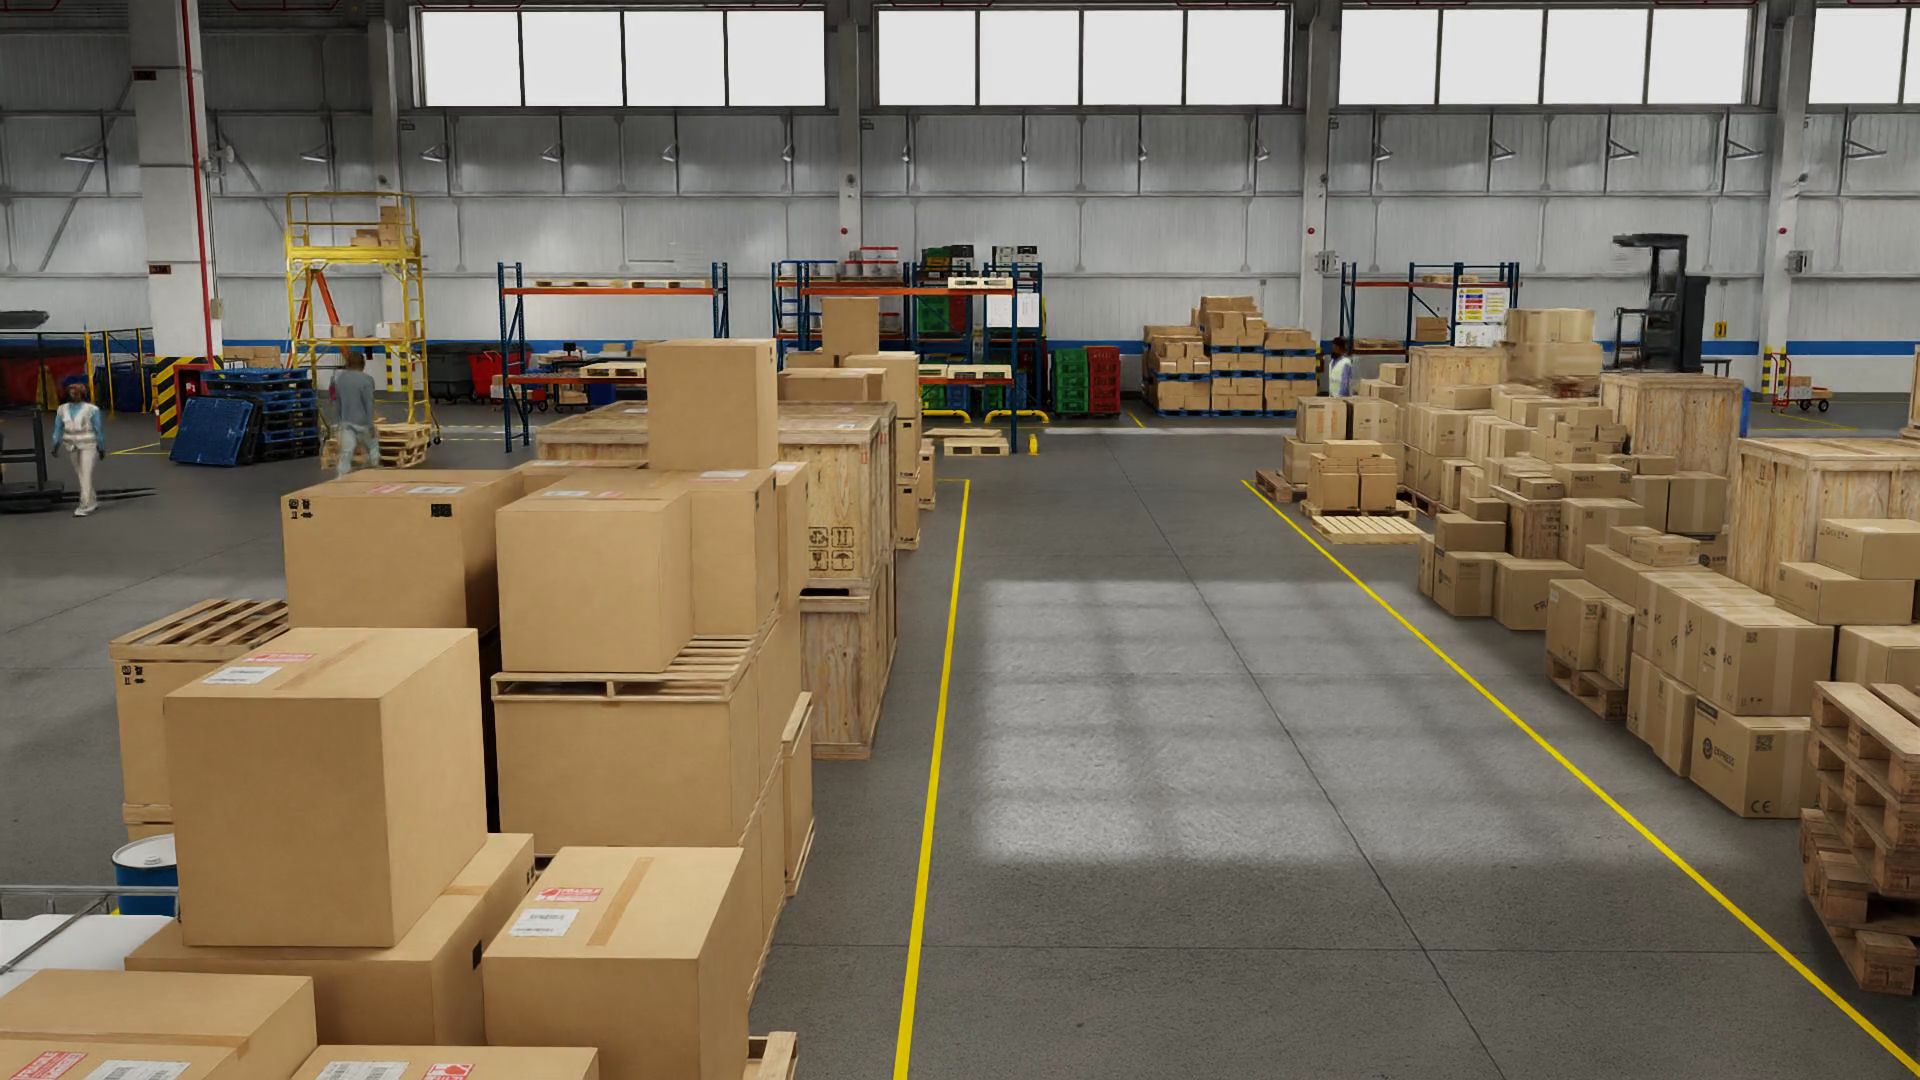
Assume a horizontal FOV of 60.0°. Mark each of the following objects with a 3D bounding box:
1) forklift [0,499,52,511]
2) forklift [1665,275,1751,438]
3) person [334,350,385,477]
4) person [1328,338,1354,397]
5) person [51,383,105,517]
[{"bbox_3d":[-12.138,-1.745,20.087,1.873,2.768,1.129,-5,11,-26],"label":"forklift"},{"bbox_3d":[11.472,-2.802,26.419,1.873,2.768,1.129,0,9,1],"label":"forklift"},{"bbox_3d":[-7.779,-1.509,21.618,0.646,1.887,1.040,3,10,18],"label":"person"},{"bbox_3d":[5.901,-2.211,25.925,1.008,1.867,0.599,-3,10,-16],"label":"person"},{"bbox_3d":[-10.605,-1.092,20.031,0.519,1.589,0.843,0,9,1],"label":"person"}]
